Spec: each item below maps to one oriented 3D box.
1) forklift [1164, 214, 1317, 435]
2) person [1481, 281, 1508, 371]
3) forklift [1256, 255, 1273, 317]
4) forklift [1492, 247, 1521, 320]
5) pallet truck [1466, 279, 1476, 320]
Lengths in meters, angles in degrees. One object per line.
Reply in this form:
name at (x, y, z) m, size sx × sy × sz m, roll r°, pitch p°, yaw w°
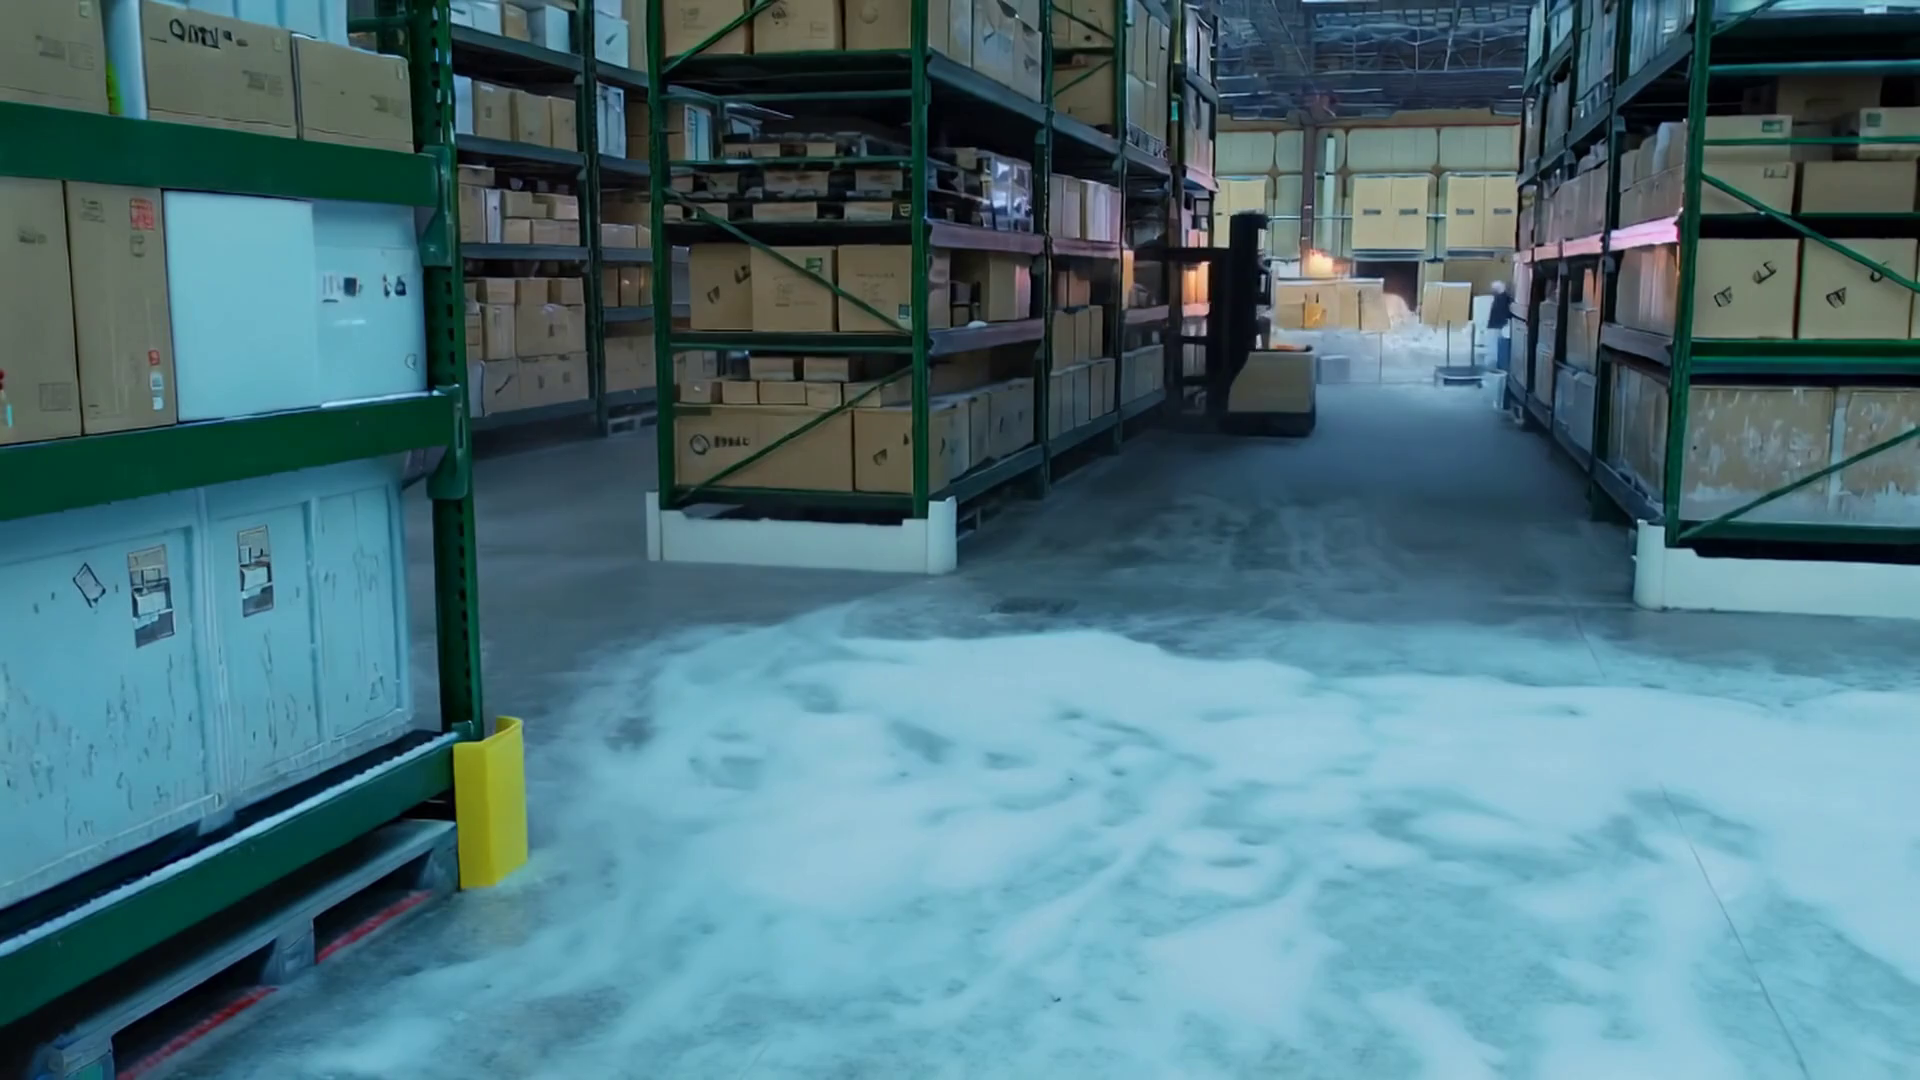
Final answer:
forklift at (3.689, -2.811, 21.629) m, size 1.873 × 2.768 × 1.129 m, roll 2°, pitch 9°, yaw 15°
person at (11.807, -4.667, 36.292) m, size 0.759 × 1.975 × 0.632 m, roll 0°, pitch 9°, yaw -2°
forklift at (10.551, -8.662, 58.805) m, size 1.129 × 2.768 × 1.873 m, roll 2°, pitch 9°, yaw 15°
forklift at (14.408, -6.284, 43.693) m, size 1.873 × 2.768 × 1.129 m, roll -8°, pitch 12°, yaw -41°
pallet truck at (18.896, -8.459, 60.307) m, size 1.885 × 1.965 × 0.823 m, roll 5°, pitch 10°, yaw 31°
